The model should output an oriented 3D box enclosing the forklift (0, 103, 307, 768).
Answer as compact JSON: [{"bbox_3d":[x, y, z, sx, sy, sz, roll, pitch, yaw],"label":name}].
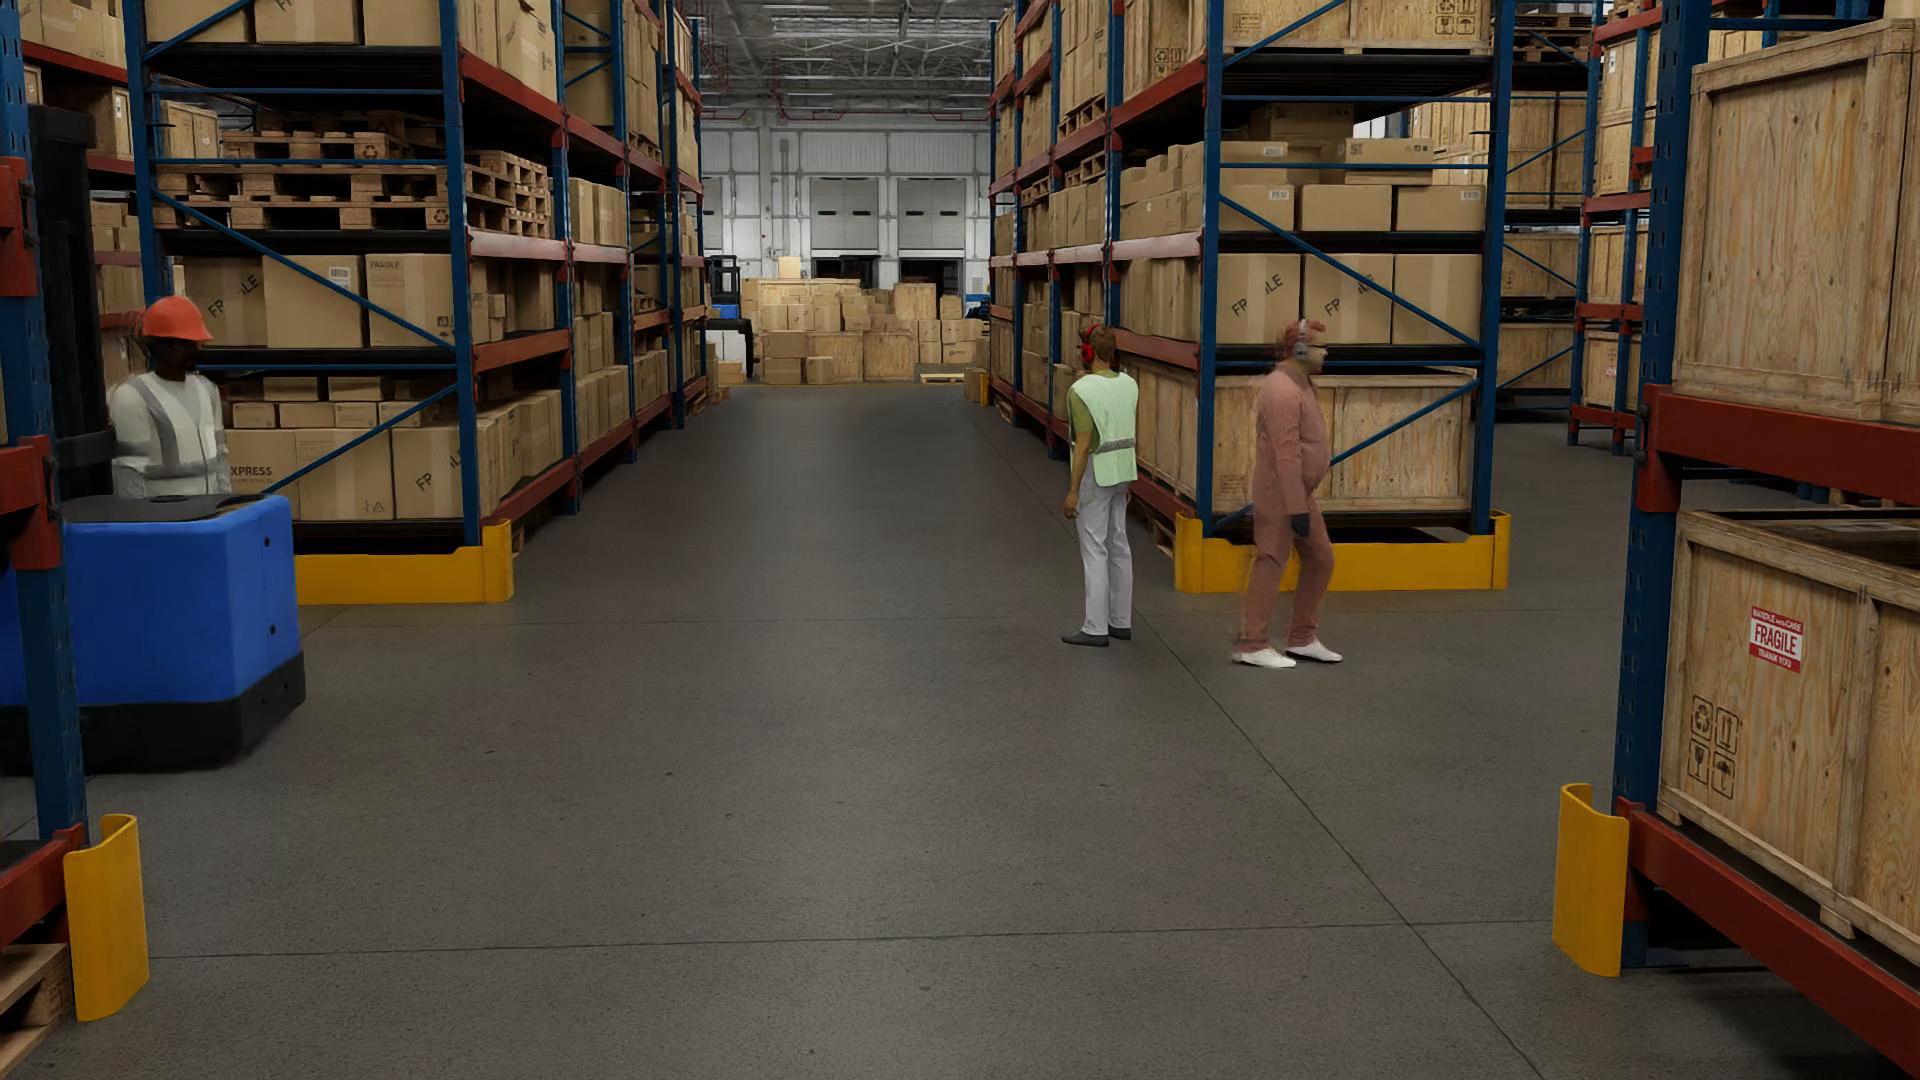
[{"bbox_3d":[-4.052,-0.475,7.311,1.873,2.768,1.129,-1,9,-4],"label":"forklift"}]

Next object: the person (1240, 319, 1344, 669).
[{"bbox_3d":[1.826,-0.226,8.861,0.692,1.880,0.676,3,10,21],"label":"person"}]

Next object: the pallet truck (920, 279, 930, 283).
[{"bbox_3d":[-0.932,-8.922,63.114,1.885,1.965,0.823,2,9,13],"label":"pallet truck"}]

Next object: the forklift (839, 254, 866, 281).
[{"bbox_3d":[-3.693,-8.485,57.608,1.129,2.768,1.873,-6,11,-32],"label":"forklift"}]

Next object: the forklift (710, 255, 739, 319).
[{"bbox_3d":[-8.368,-8.713,59.038,1.129,2.768,1.873,-1,9,-4],"label":"forklift"}]

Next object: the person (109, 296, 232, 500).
[{"bbox_3d":[-3.598,-0.106,7.691,0.453,2.030,0.605,2,9,13],"label":"person"}]

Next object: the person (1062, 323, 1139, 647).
[{"bbox_3d":[0.816,-0.308,9.503,0.373,1.843,0.571,8,12,40],"label":"person"}]
